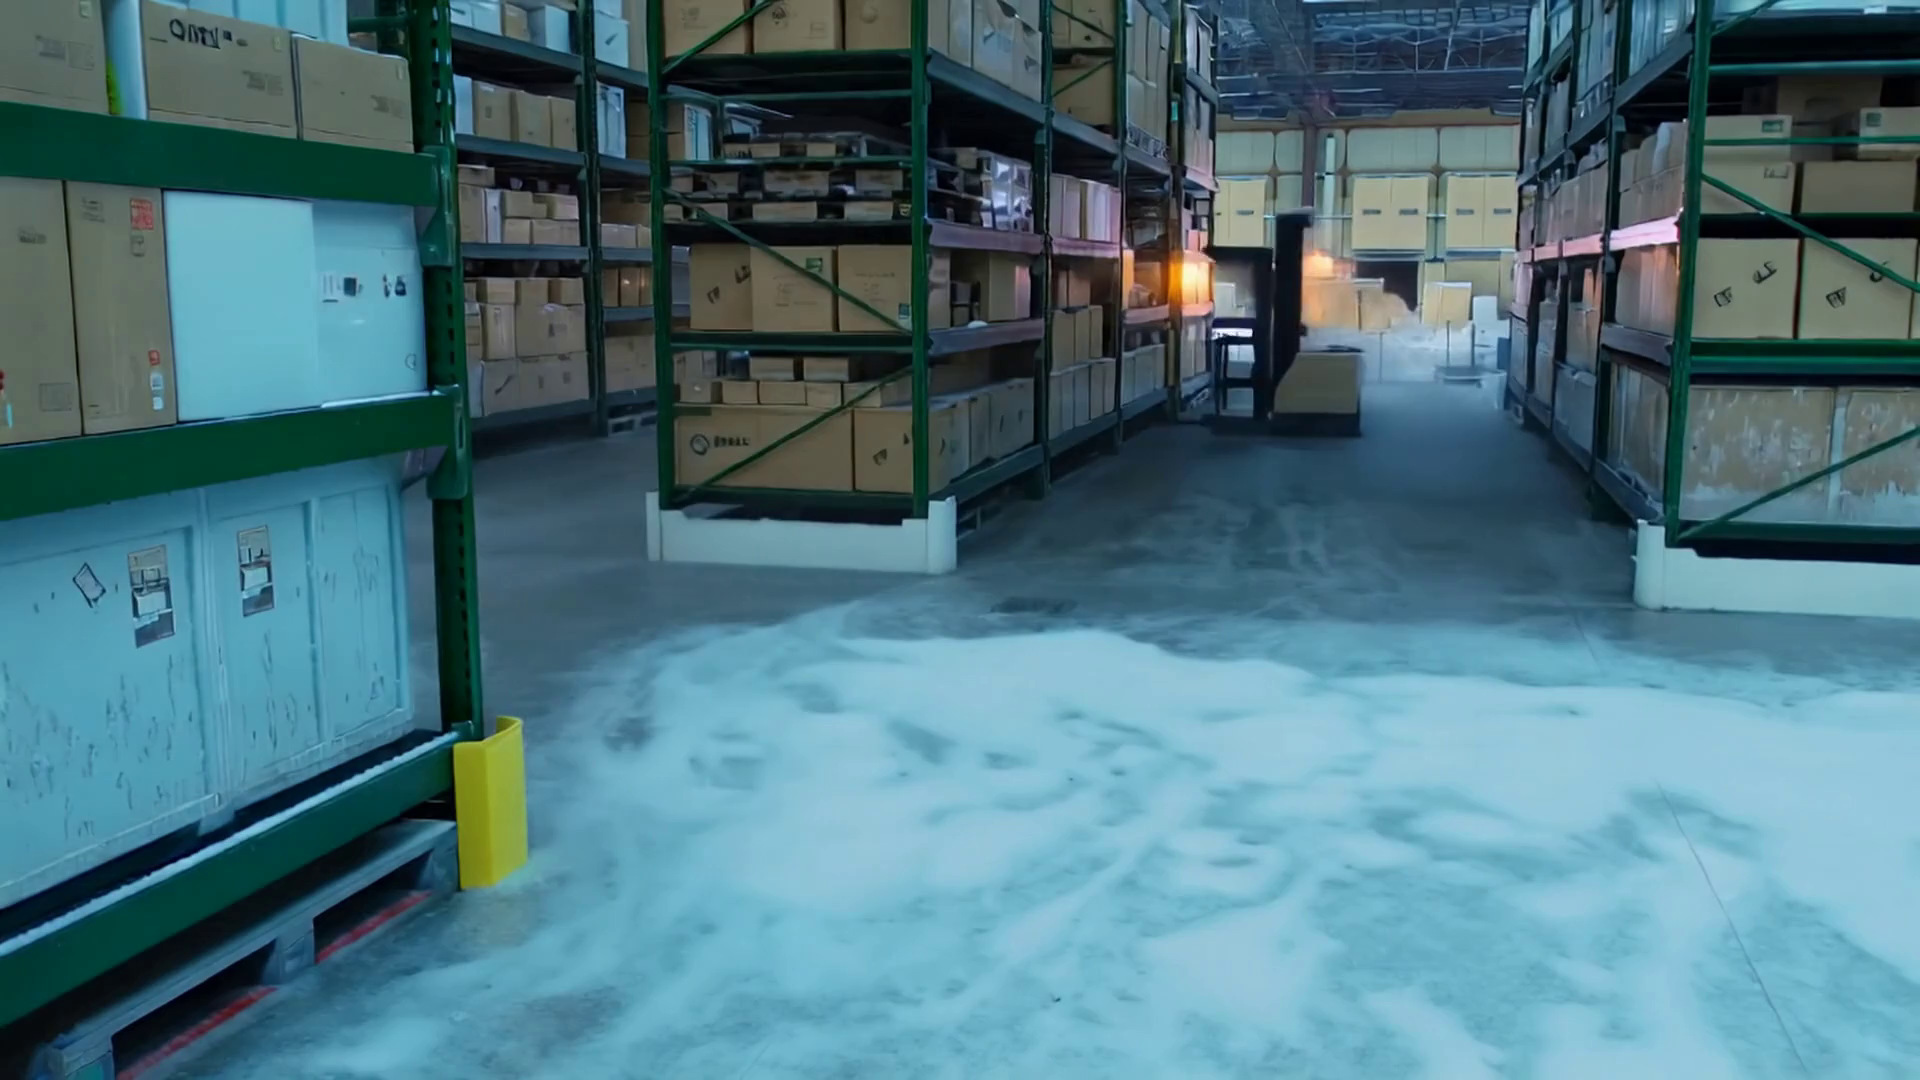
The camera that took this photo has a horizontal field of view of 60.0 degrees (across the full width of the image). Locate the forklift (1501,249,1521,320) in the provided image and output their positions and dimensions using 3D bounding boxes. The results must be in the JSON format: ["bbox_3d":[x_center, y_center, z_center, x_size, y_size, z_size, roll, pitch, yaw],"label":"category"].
[{"bbox_3d":[15.612,-6.692,46.291,1.129,2.768,1.873,2,9,15],"label":"forklift"}]

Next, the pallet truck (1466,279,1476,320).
[{"bbox_3d":[18.896,-8.459,60.307,1.885,1.965,0.823,5,10,31],"label":"pallet truck"}]

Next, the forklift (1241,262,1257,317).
[{"bbox_3d":[10.551,-8.662,58.805,1.129,2.768,1.873,2,9,15],"label":"forklift"}]

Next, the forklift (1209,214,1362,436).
[{"bbox_3d":[4.253,-2.787,21.481,1.873,2.768,1.129,2,9,15],"label":"forklift"}]
